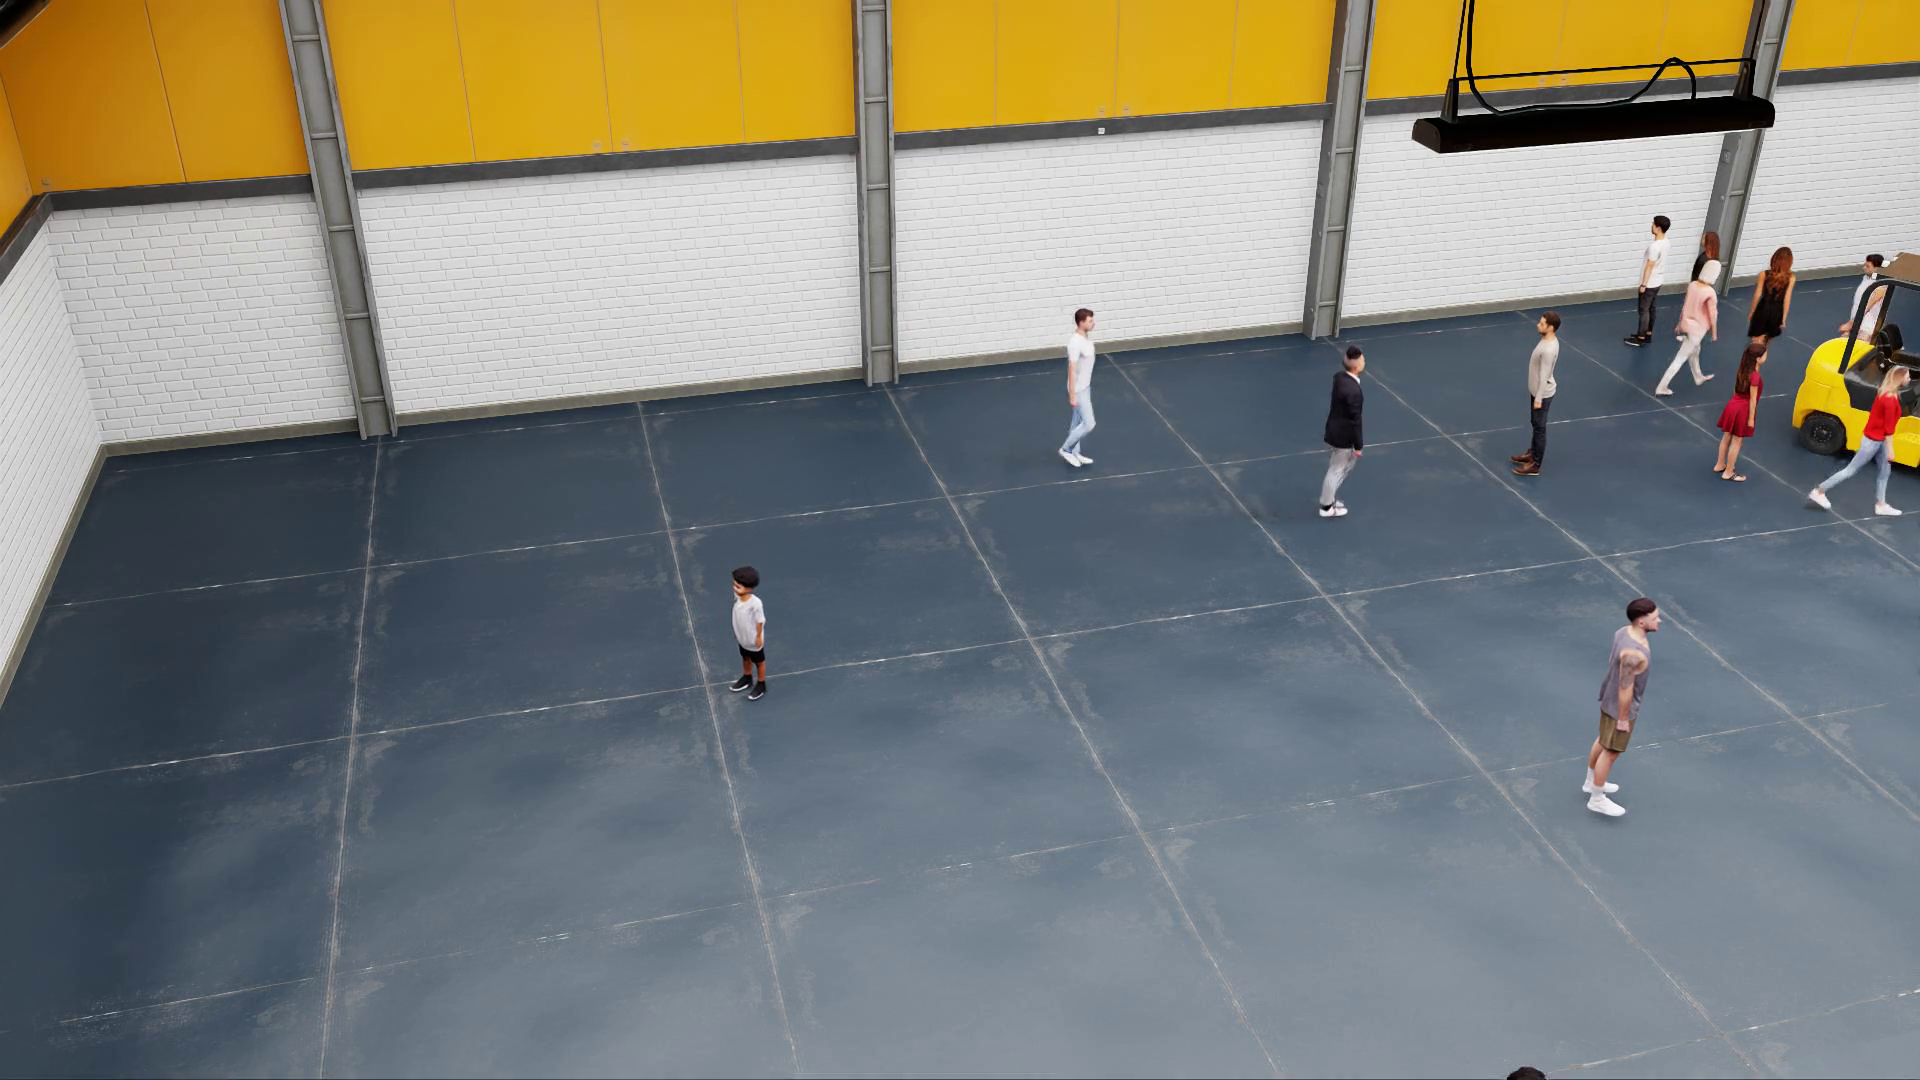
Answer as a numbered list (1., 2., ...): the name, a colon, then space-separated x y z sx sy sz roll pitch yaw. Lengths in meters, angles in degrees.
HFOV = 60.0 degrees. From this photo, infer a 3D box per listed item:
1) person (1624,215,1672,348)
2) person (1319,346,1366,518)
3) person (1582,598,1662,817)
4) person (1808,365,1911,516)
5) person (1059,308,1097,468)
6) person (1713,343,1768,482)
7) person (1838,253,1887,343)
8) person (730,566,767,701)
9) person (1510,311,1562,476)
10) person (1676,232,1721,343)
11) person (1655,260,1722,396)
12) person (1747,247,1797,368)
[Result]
1. person: 8.944 -3.354 21.493 0.751 1.718 0.659 21 35 33
2. person: 3.854 -1.112 17.148 0.713 1.944 0.773 -3 29 -6
3. person: 5.064 1.244 12.768 0.734 1.847 0.719 6 29 11
4. person: 9.393 -1.008 17.248 1.213 1.665 1.057 11 30 19
5. person: 1.227 -1.672 18.279 0.817 1.844 0.796 8 30 14
6. person: 8.507 -1.412 18.105 0.649 1.553 0.589 -2 29 -4
7. person: 10.940 -2.581 20.032 0.959 1.760 0.823 6 29 12
8. person: -1.819 0.775 14.405 0.574 1.257 0.621 22 35 34
9. person: 6.350 -1.611 18.145 0.705 1.864 0.719 6 29 10
10. person: 9.637 -3.293 21.627 0.699 1.483 0.594 24 37 37
11. person: 8.745 -2.505 19.981 1.104 1.675 0.618 -8 30 -14
12. person: 9.696 -2.594 20.011 1.111 1.803 1.081 11 30 19
